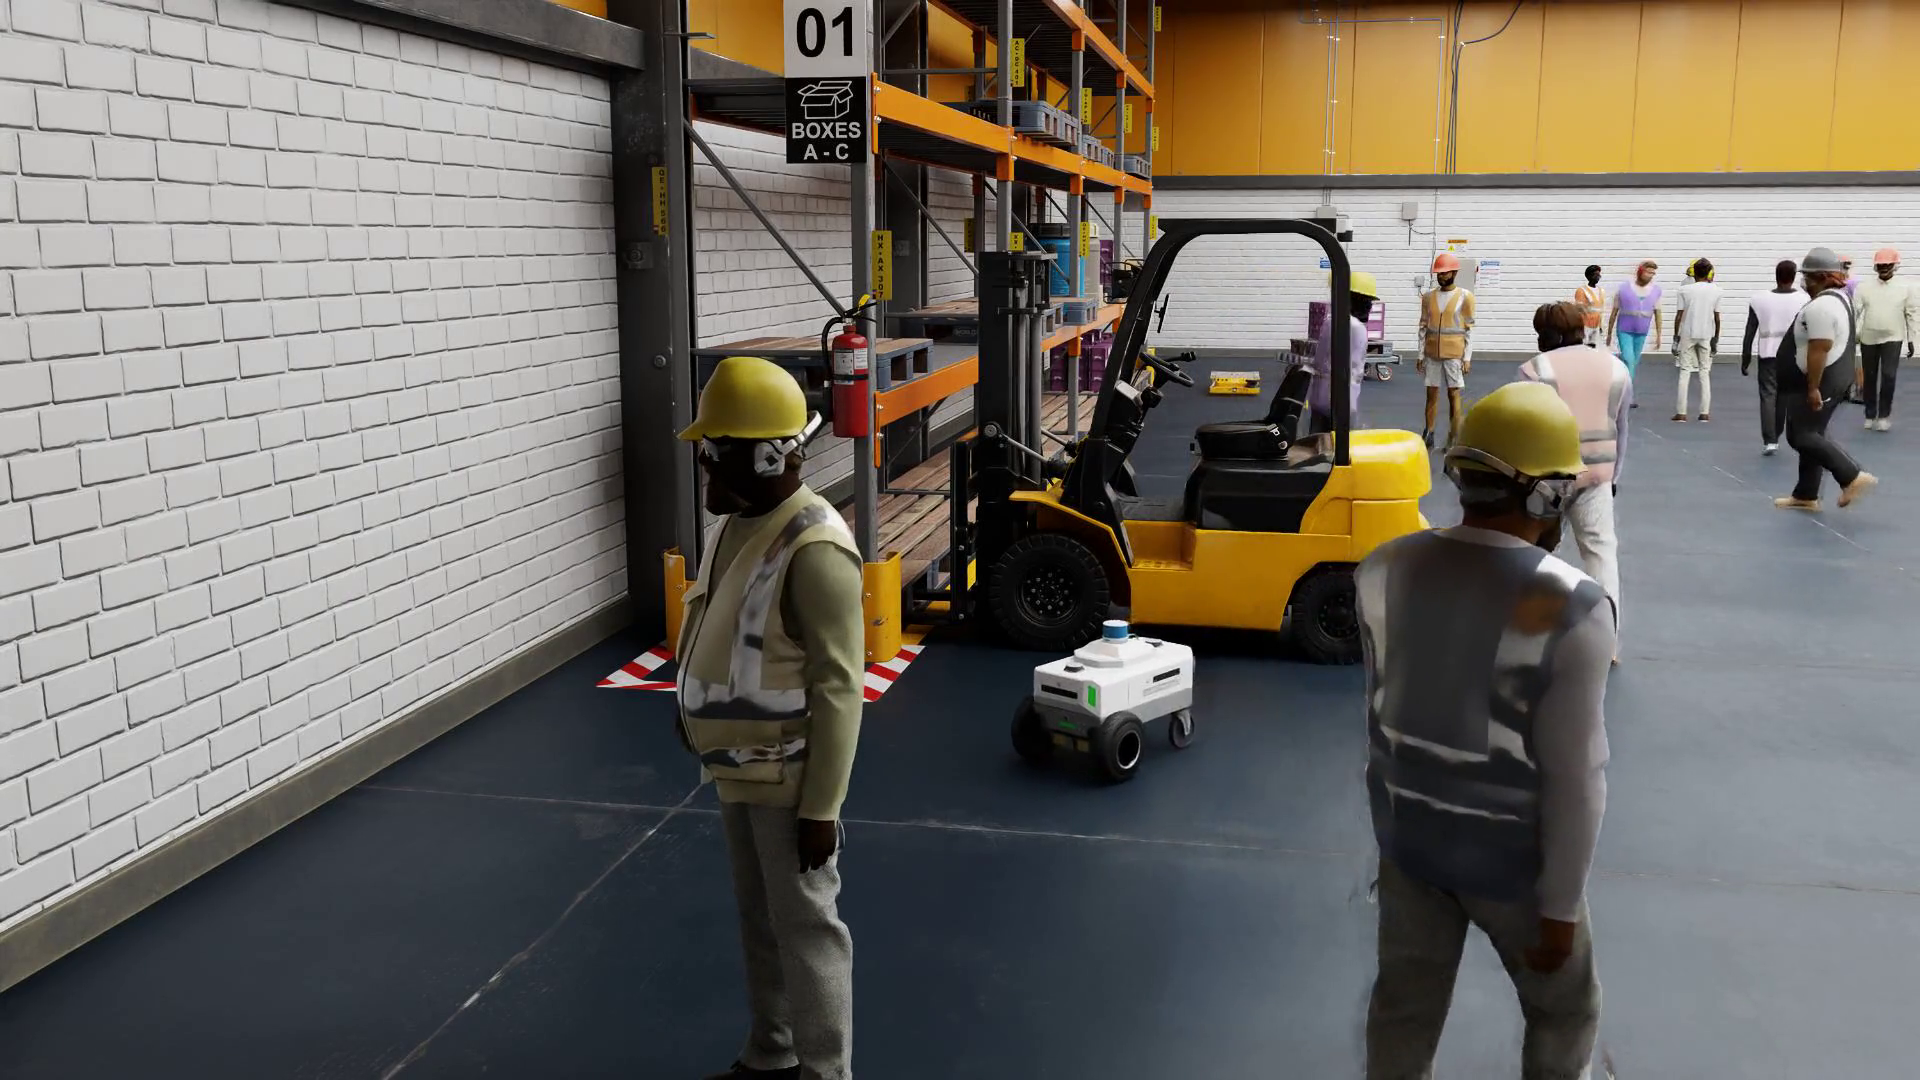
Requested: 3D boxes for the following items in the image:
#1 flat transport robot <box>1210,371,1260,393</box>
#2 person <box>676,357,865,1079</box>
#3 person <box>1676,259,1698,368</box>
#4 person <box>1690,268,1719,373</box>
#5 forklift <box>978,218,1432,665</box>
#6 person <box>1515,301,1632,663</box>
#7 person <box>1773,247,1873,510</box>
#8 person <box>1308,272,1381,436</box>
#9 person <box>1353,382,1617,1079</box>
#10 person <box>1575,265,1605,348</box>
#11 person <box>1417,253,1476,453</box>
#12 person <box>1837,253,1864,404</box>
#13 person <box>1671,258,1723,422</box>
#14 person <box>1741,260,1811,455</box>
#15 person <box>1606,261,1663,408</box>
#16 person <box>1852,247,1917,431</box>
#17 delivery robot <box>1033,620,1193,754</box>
[{"bbox_3d":[3.728,-2.146,22.564,0.652,0.197,1.431,2,10,9],"label":"flat transport robot"},{"bbox_3d":[-0.434,0.503,3.763,0.403,1.830,0.601,-5,12,-28],"label":"person"},{"bbox_3d":[11.768,-3.641,26.733,0.313,1.740,0.487,-3,11,-15],"label":"person"},{"bbox_3d":[11.485,-3.400,25.682,0.522,1.642,0.306,-6,12,-28],"label":"person"},{"bbox_3d":[1.285,-0.567,8.635,2.313,2.155,1.214,2,11,11],"label":"forklift"},{"bbox_3d":[3.056,-0.302,8.354,0.635,1.781,1.000,-1,10,-3],"label":"person"},{"bbox_3d":[6.527,-1.207,12.562,0.704,2.000,0.698,9,13,40],"label":"person"},{"bbox_3d":[2.557,-0.961,11.755,0.960,1.863,0.601,-3,11,-17],"label":"person"},{"bbox_3d":[1.106,0.582,3.392,0.723,1.805,0.608,-8,13,-39],"label":"person"},{"bbox_3d":[8.927,-3.049,23.601,0.540,1.695,0.317,-6,12,-30],"label":"person"},{"bbox_3d":[4.694,-1.809,16.149,0.551,1.935,0.375,8,13,38],"label":"person"},{"bbox_3d":[11.165,-2.660,20.957,0.434,1.884,0.719,-1,10,-4],"label":"person"},{"bbox_3d":[8.349,-2.262,18.873,0.513,1.859,0.367,2,11,11],"label":"person"},{"bbox_3d":[7.921,-1.769,16.118,0.606,1.877,0.984,4,11,19],"label":"person"},{"bbox_3d":[8.235,-2.495,20.293,0.587,1.796,0.869,0,10,-2],"label":"person"},{"bbox_3d":[9.885,-2.149,17.896,0.660,1.967,0.746,7,13,35],"label":"person"},{"bbox_3d":[0.621,0.564,6.658,0.477,0.478,0.707,10,15,42],"label":"delivery robot"}]
